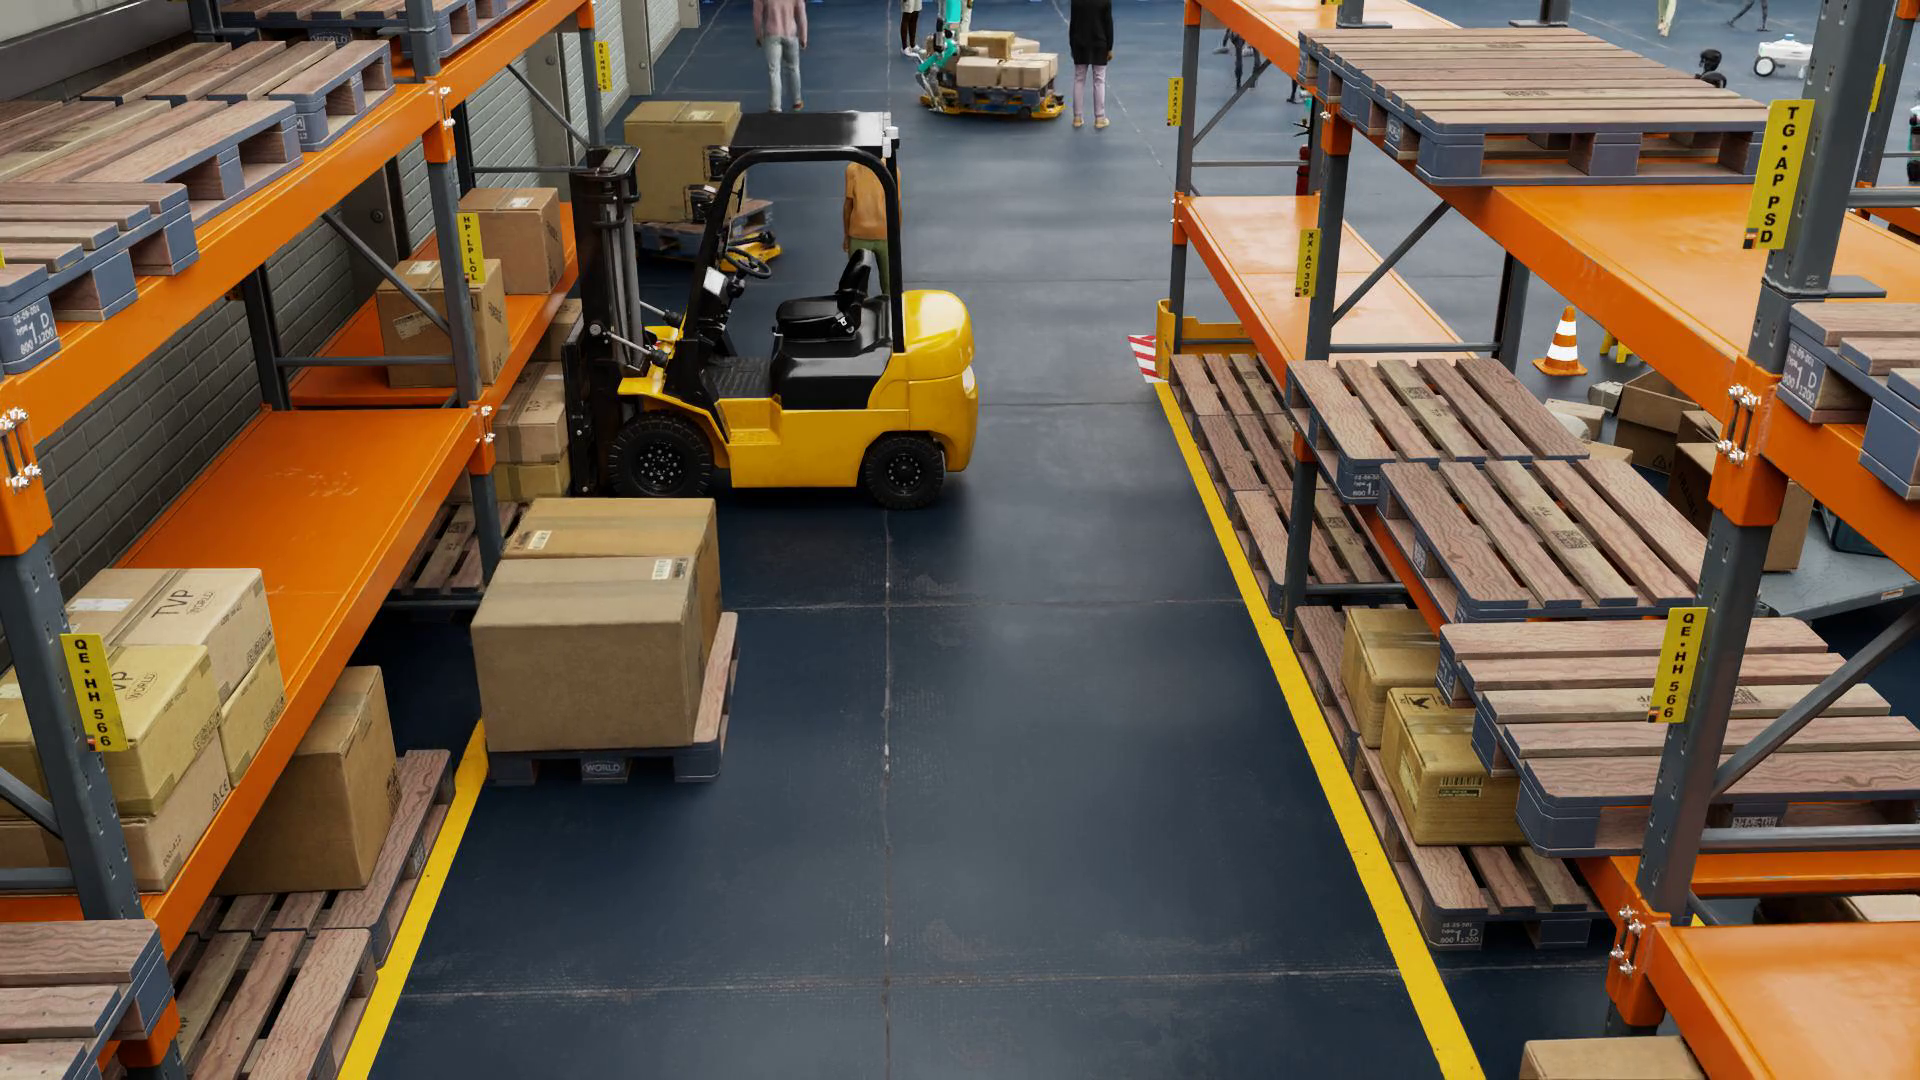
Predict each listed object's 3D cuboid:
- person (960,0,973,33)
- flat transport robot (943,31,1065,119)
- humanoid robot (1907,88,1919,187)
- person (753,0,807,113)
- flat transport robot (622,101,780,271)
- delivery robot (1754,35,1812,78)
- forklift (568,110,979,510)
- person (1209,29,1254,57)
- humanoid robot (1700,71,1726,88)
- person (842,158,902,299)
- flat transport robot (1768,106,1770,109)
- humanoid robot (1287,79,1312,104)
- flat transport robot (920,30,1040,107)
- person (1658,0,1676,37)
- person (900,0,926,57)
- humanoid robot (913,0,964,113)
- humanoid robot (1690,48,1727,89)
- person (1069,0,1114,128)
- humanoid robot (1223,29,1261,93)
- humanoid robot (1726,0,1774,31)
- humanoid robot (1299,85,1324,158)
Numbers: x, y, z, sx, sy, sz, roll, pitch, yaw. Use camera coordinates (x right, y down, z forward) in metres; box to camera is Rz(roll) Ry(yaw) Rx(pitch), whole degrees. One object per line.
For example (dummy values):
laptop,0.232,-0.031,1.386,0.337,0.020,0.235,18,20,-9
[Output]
person,0.108,-8.081,24.689,0.346,1.743,0.561,-4,26,-8
flat transport robot,0.557,-5.479,20.907,1.431,0.231,0.659,6,26,12
humanoid robot,8.010,-2.704,13.335,0.990,1.756,0.546,22,33,38
person,-2.218,-6.219,20.608,0.651,1.886,0.831,-6,26,-12
flat transport robot,-2.392,-2.652,14.919,1.431,0.231,0.659,12,28,24
delivery robot,11.550,-6.777,23.324,0.768,0.597,0.524,12,28,24
forklift,-1.043,-1.379,9.976,2.313,2.155,1.214,-1,25,-2
person,4.068,-8.071,24.585,0.760,1.817,0.591,-6,26,-13
humanoid robot,6.555,-3.305,14.689,0.765,1.625,0.598,0,25,1
person,-0.653,-2.229,12.328,0.440,1.718,0.349,3,25,7
flat transport robot,8.418,-3.908,17.580,1.431,0.231,0.659,-21,32,-37
humanoid robot,4.414,-6.418,21.243,0.602,1.648,0.328,-19,32,-35
flat transport robot,0.254,-5.799,21.583,1.431,0.231,0.659,-16,30,-30
person,11.443,-9.098,26.733,0.548,1.847,0.991,12,28,24
person,-0.718,-8.177,24.712,0.373,1.899,0.552,13,28,25
humanoid robot,-0.299,-6.149,20.602,0.705,1.789,0.531,13,28,26
humanoid robot,6.943,-3.840,15.810,0.588,1.631,0.608,-16,29,-30
person,1.568,-5.880,19.897,0.544,1.855,0.401,8,26,17
humanoid robot,3.797,-6.743,21.987,0.609,1.656,0.387,2,25,5
humanoid robot,13.006,-9.138,27.084,0.762,1.648,0.609,13,28,26
humanoid robot,3.908,-4.932,18.163,0.805,1.874,0.543,4,26,9
